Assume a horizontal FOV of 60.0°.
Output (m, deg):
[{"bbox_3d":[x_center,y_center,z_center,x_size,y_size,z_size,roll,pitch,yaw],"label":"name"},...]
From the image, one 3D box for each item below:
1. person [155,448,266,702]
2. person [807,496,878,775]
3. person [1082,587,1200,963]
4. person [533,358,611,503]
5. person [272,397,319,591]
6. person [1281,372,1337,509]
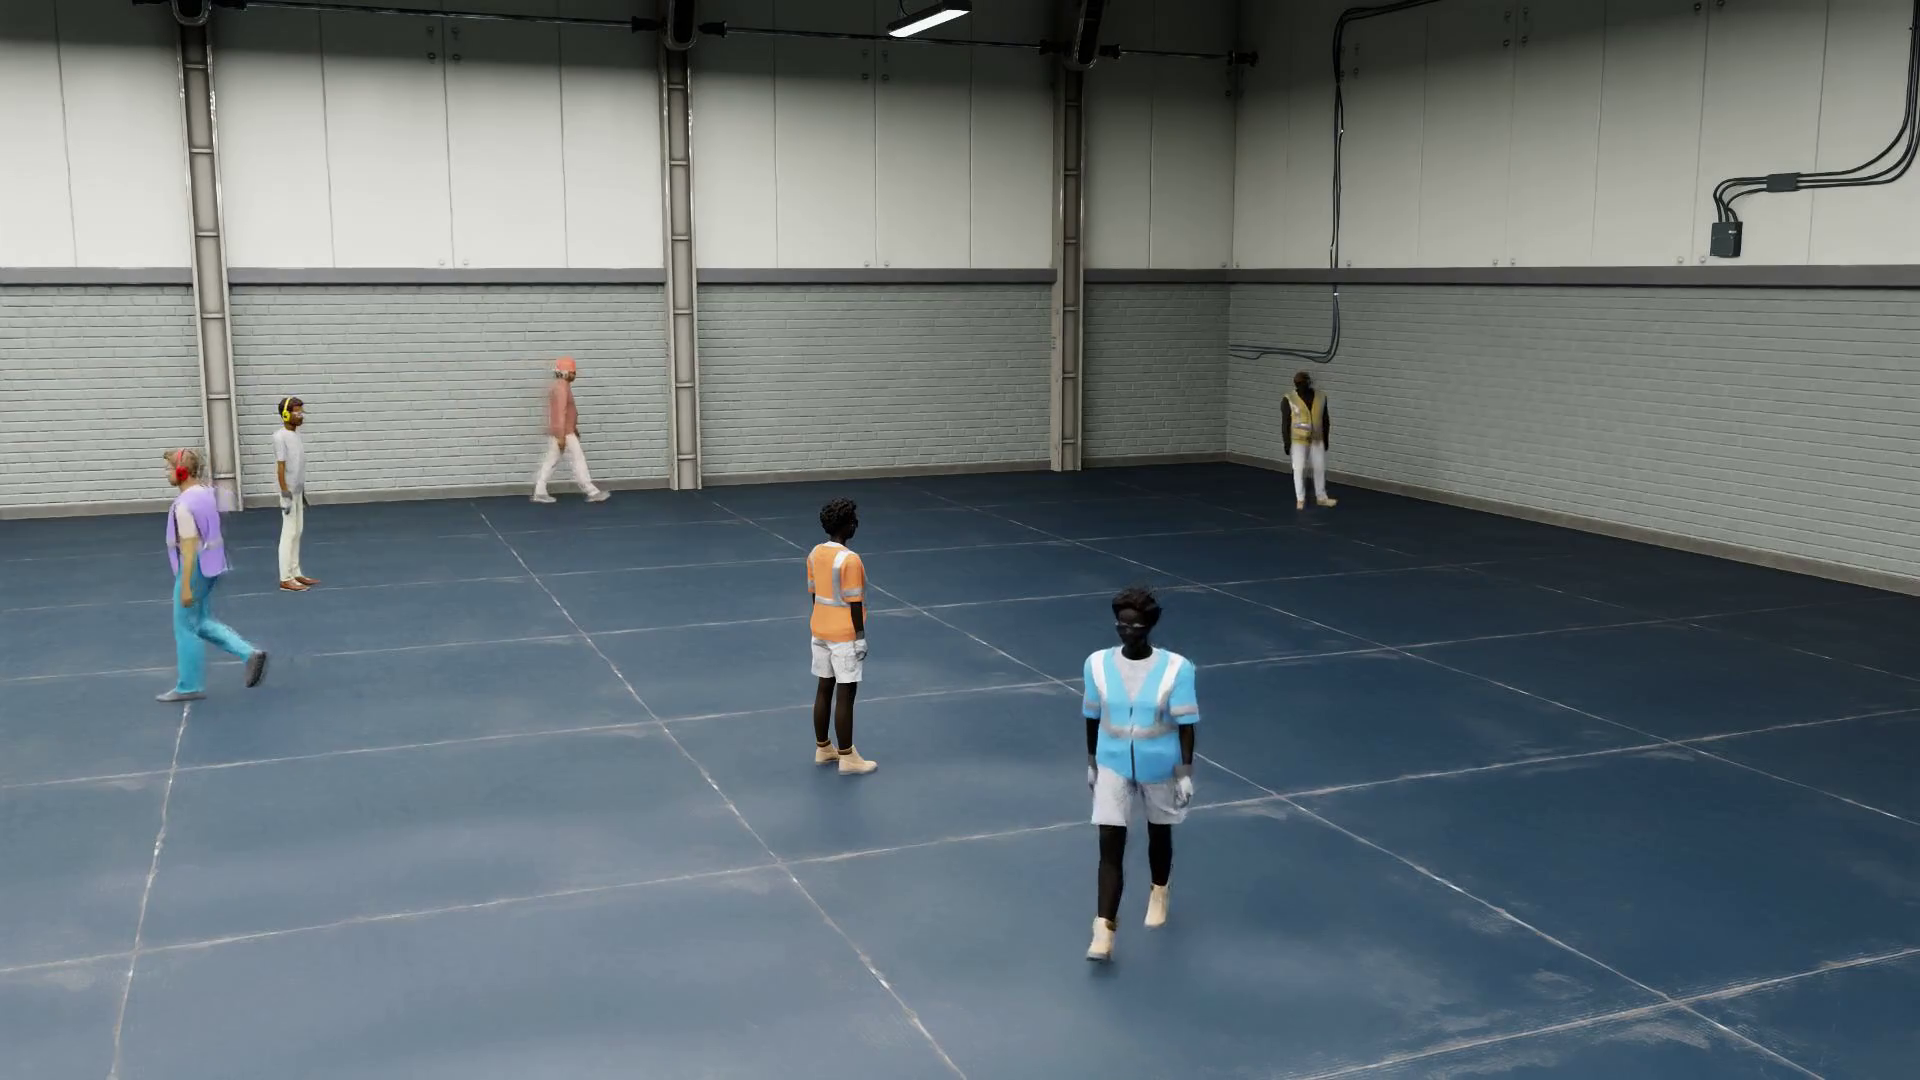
[{"bbox_3d":[-5.387,0.249,11.816,0.666,1.827,0.575,-2,9,-10],"label":"person"},{"bbox_3d":[-0.734,0.579,10.158,0.319,1.697,0.533,-6,11,-35],"label":"person"},{"bbox_3d":[0.792,1.029,7.454,0.545,1.645,0.868,3,9,17],"label":"person"},{"bbox_3d":[-5.245,-1.452,22.165,1.018,1.947,0.622,-4,10,-22],"label":"person"},{"bbox_3d":[-6.449,-0.449,16.087,0.310,1.864,0.533,0,9,-3],"label":"person"},{"bbox_3d":[4.517,-1.285,21.557,0.747,1.800,0.433,-2,9,-11],"label":"person"}]
